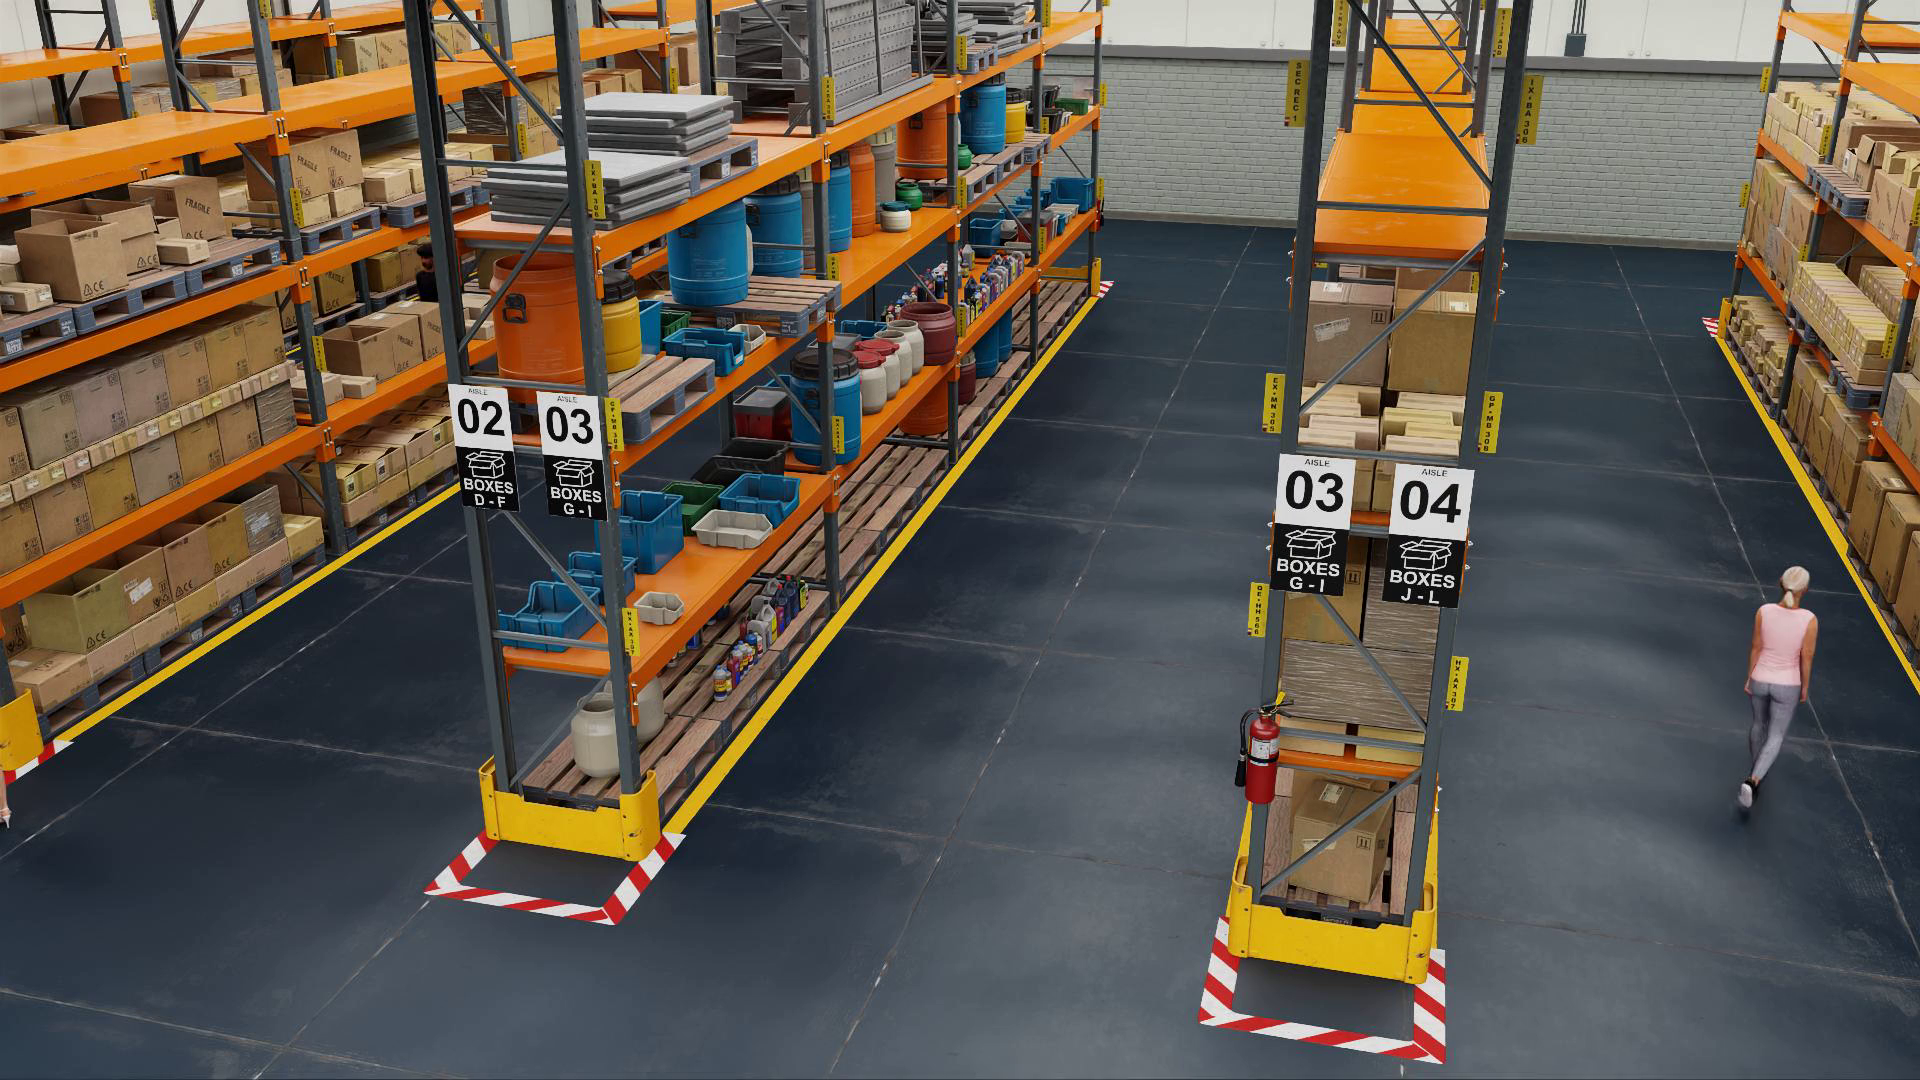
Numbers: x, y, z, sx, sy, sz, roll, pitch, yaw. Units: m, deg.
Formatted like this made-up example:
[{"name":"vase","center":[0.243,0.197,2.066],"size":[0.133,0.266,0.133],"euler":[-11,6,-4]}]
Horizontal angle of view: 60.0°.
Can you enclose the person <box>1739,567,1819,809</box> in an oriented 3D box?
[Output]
[{"name":"person","center":[5.560,1.020,11.396],"size":[0.845,1.698,1.134],"euler":[17,27,35]}]

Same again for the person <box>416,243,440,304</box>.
[{"name":"person","center":[-6.440,-2.787,20.635],"size":[0.667,1.751,1.132],"euler":[4,23,11]}]
